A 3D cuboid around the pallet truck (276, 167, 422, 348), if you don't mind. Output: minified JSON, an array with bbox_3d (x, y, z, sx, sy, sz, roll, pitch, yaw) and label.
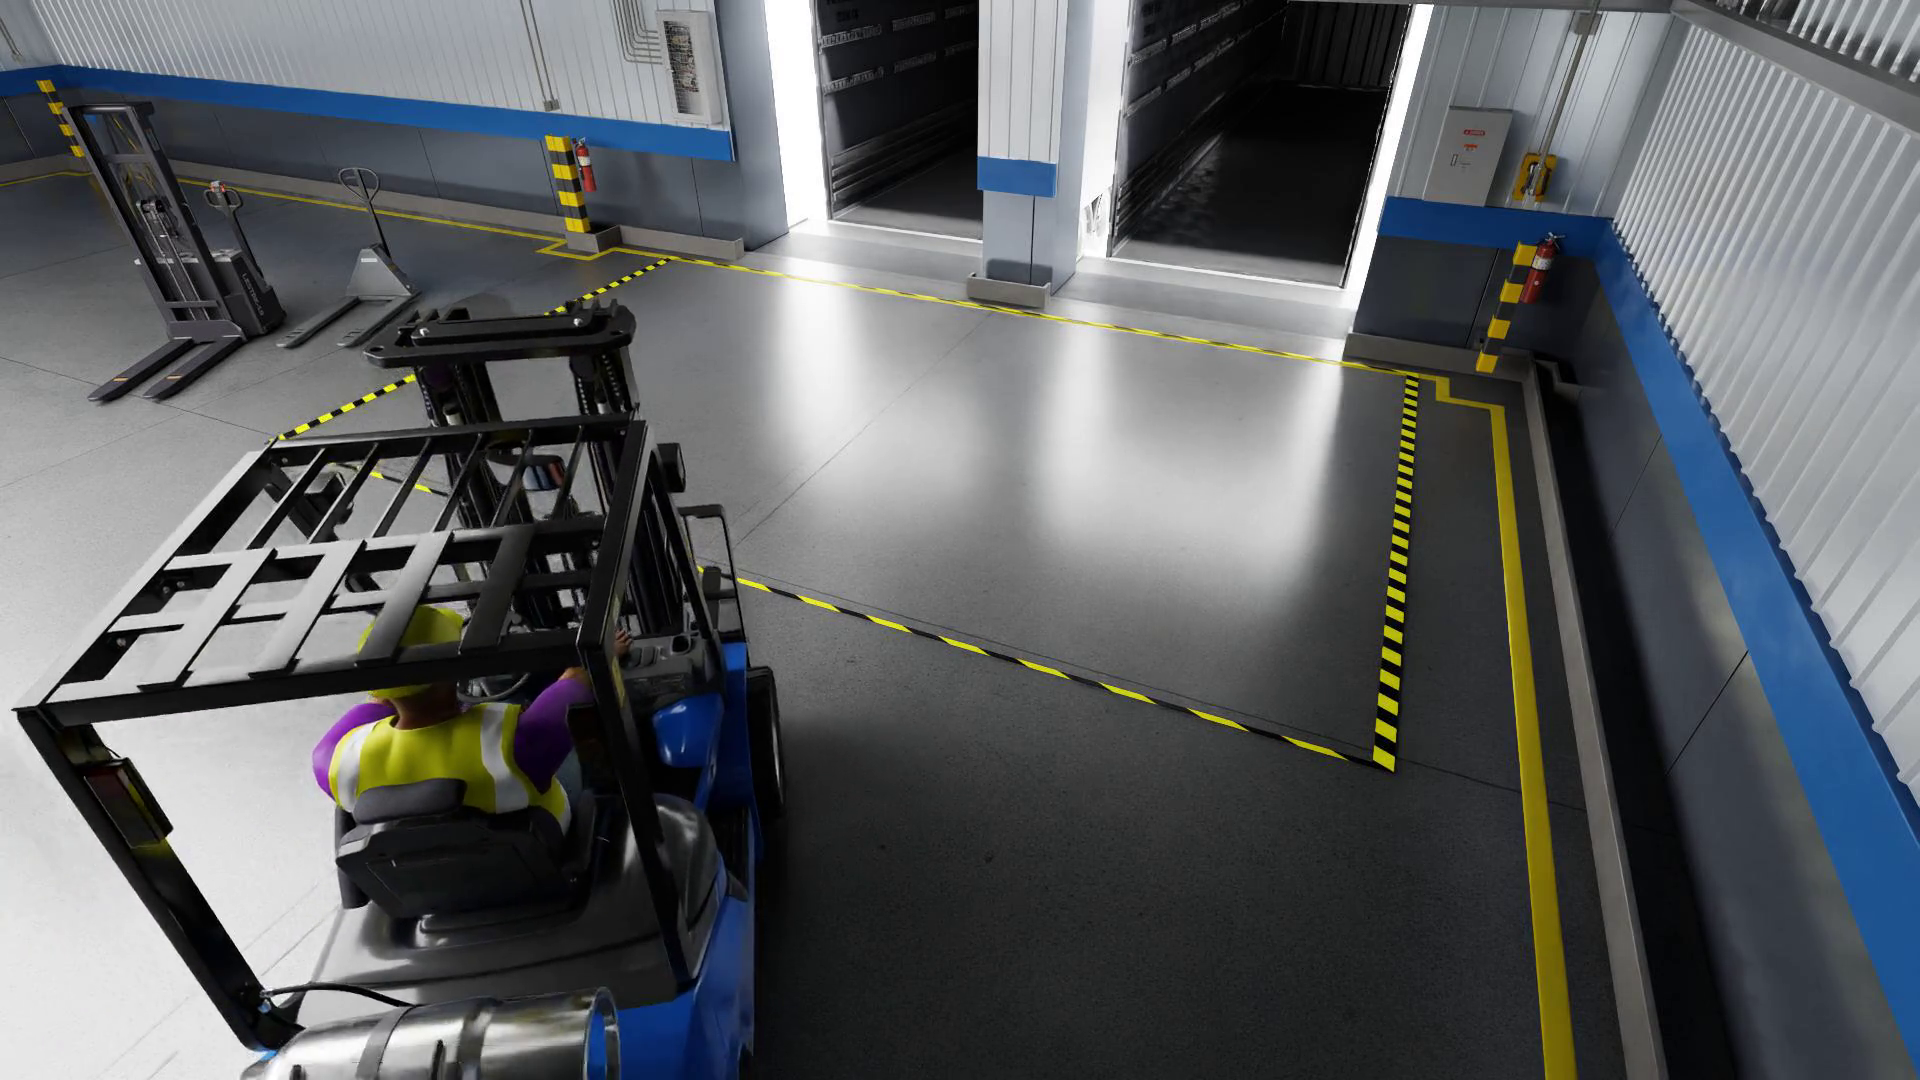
[{"bbox_3d":[-5.732,-2.611,8.414,0.680,1.201,1.601,-1,35,-1],"label":"pallet truck"}]

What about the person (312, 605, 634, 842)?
[{"bbox_3d":[-1.289,0.507,2.657,0.635,1.294,1.004,-6,35,-8],"label":"person"}]

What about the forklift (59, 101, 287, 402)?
[{"bbox_3d":[-6.686,-2.387,7.434,0.823,1.965,1.885,-3,35,-5],"label":"forklift"}]

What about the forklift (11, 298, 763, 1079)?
[{"bbox_3d":[-1.286,0.695,2.715,1.157,2.036,2.680,-6,35,-8],"label":"forklift"}]
